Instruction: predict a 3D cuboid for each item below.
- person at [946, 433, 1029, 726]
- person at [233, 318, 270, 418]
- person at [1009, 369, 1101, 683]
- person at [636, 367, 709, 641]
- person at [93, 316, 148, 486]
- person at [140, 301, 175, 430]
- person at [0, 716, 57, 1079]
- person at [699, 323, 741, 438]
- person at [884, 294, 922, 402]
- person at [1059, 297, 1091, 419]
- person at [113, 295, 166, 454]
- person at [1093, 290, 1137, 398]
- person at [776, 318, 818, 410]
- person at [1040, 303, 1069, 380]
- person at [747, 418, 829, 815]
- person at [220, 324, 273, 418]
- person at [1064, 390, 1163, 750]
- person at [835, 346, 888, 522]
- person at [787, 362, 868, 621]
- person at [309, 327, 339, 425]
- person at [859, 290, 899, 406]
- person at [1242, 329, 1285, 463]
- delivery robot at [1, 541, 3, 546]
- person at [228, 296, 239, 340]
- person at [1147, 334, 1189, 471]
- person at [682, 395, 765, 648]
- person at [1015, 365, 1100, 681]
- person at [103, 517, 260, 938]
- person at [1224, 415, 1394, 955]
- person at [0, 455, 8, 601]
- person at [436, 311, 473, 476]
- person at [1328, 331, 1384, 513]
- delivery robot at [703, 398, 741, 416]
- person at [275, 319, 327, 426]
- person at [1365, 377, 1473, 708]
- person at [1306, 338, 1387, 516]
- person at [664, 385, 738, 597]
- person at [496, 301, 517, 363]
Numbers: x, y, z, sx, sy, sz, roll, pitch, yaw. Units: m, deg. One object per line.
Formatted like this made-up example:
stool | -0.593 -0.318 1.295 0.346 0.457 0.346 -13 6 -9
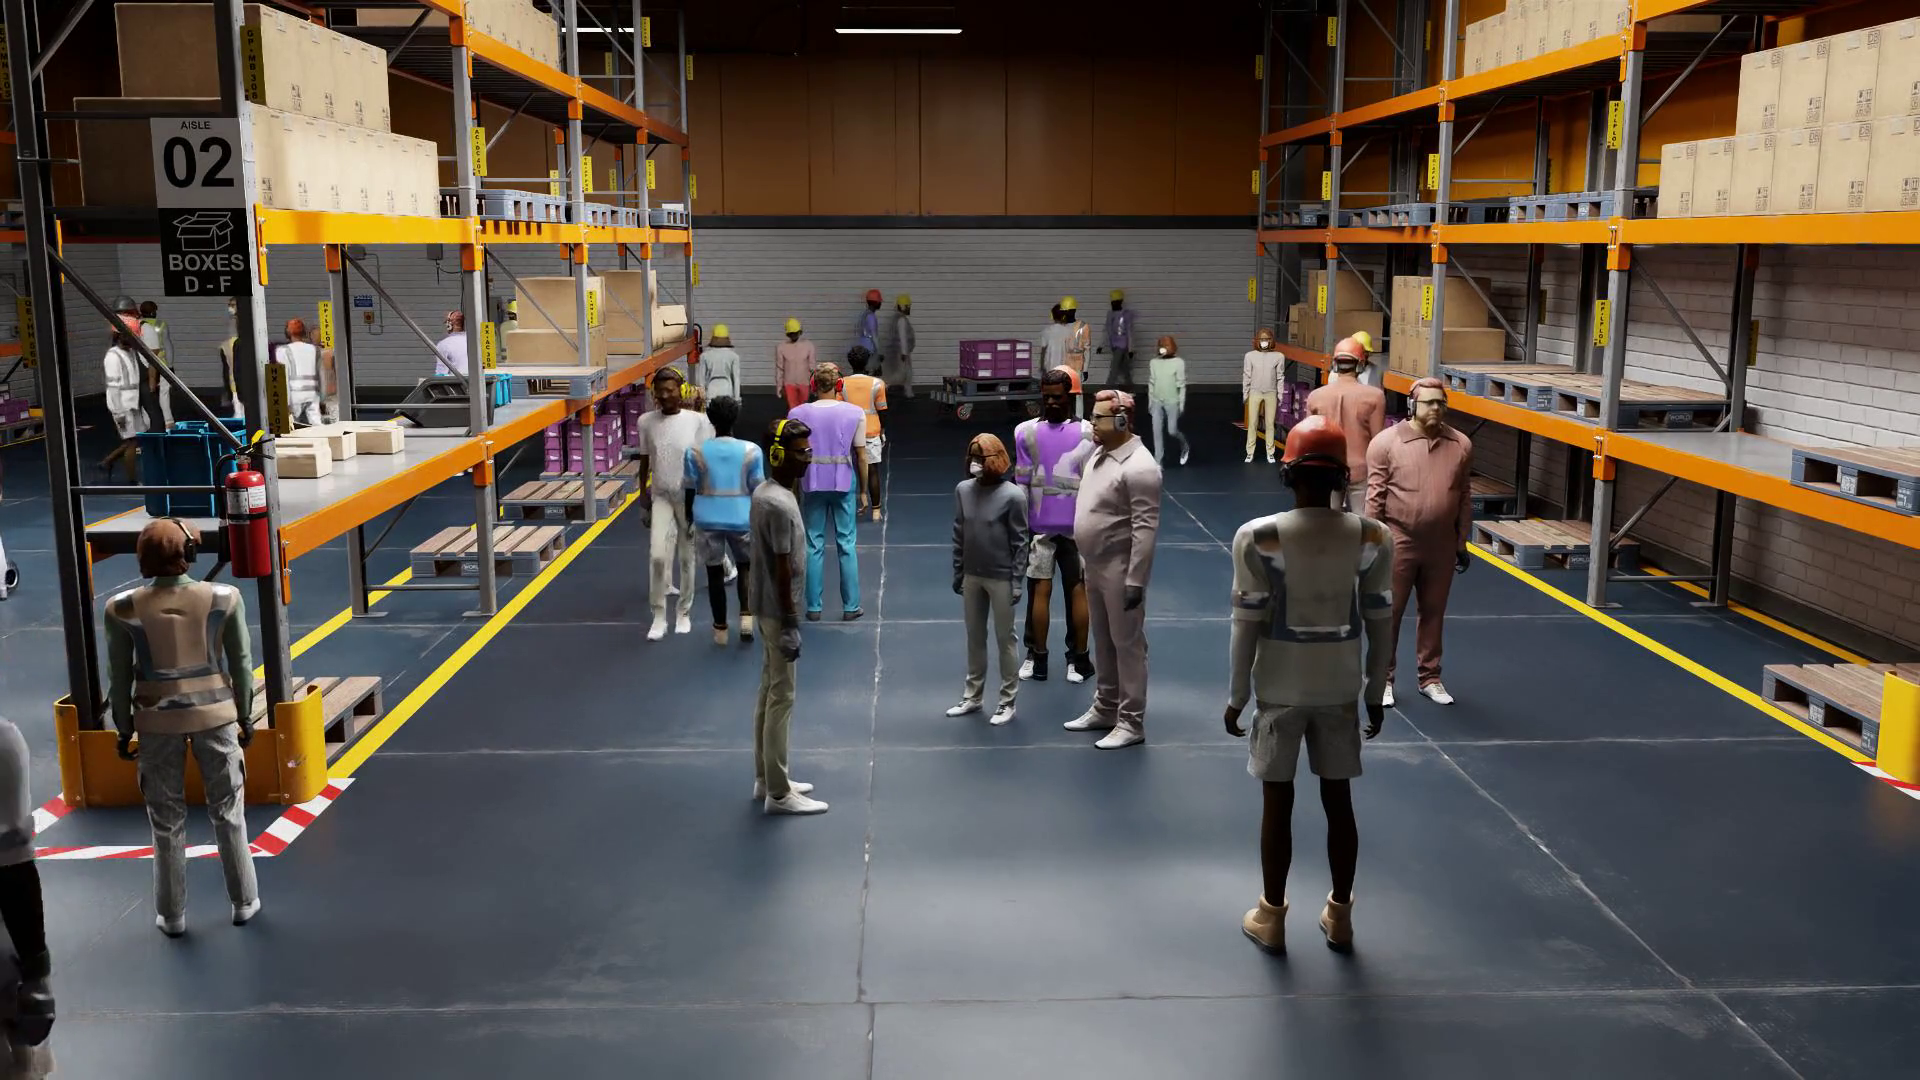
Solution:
person | 0.159 0.215 9.281 0.501 1.633 0.283 8 13 39
person | -7.722 -1.575 18.245 0.619 1.992 0.396 9 14 42
person | 0.593 -0.087 10.170 0.598 1.917 0.378 3 10 14
person | -1.919 -0.238 11.226 0.512 1.845 0.717 -1 10 -6
person | -8.860 -1.407 17.565 0.650 1.901 0.598 -1 10 -4
person | -11.519 -2.487 23.756 0.619 1.845 0.430 0 10 2
person | -2.489 1.007 4.016 0.624 1.942 0.755 4 11 22
person | -2.864 -1.715 19.799 0.502 1.718 0.745 0 10 -1
person | -1.005 -3.195 27.784 0.683 1.809 0.603 -1 10 -6
person | 1.519 -2.405 23.064 0.594 1.924 0.381 7 12 33
person | -10.327 -2.059 20.816 0.691 2.000 0.542 5 11 26
person | 2.663 -3.302 28.222 1.008 1.871 0.606 -6 12 -28
person | -2.101 -2.002 21.422 0.539 1.717 0.851 -2 10 -11
person | 1.349 -2.348 23.027 0.515 1.842 0.782 3 10 14
person | -0.832 0.357 7.857 0.334 1.864 0.517 -3 11 -15
person | -8.614 -1.816 20.204 0.637 1.782 0.991 -1 10 -7
person | 0.802 0.152 8.868 0.403 1.911 0.637 -4 11 -19
person | -0.962 -1.006 15.909 0.539 1.695 0.319 -1 10 -8
person | -0.928 -0.331 11.750 0.565 1.840 0.390 0 10 0
person | -7.845 -1.795 20.461 0.514 1.642 0.310 -8 13 -39
person | -1.333 -3.051 26.714 0.874 1.901 0.569 -2 10 -10
person | 3.686 -1.748 20.222 0.507 1.633 0.278 2 10 9
delivery robot | -7.459 0.153 12.373 0.477 0.478 0.707 0 10 1
person | -10.031 -2.446 23.260 0.367 1.940 0.634 -10 14 -43
person | 2.450 -1.606 19.485 0.504 1.616 0.594 8 13 39
person | -1.560 -0.119 10.991 0.542 1.685 0.366 -2 10 -12
person | 0.611 -0.099 10.190 0.549 1.934 0.374 1 10 6
person | -2.998 0.725 6.437 0.515 1.636 0.314 -5 11 -24
person | 1.302 0.549 6.279 0.616 2.041 0.381 -1 10 -3
person | -7.359 -0.392 12.294 0.319 1.767 0.534 7 12 33
person | -5.734 -1.674 19.083 0.400 1.902 0.647 8 13 37
person | 3.871 -1.122 16.218 0.589 1.824 0.403 -3 11 -15
delivery robot | -3.543 -1.982 24.268 0.707 0.478 0.477 5 11 27
person | -7.418 -1.584 18.828 0.979 1.819 0.584 9 14 42
person | 2.660 0.015 9.624 0.642 1.913 0.410 -1 10 -8
person | 2.845 -0.498 12.313 0.638 1.970 0.454 6 12 31
person | -2.032 -0.383 12.705 0.531 1.591 0.858 6 12 32
person | -6.452 -2.563 24.220 0.595 1.830 0.403 5 11 26
